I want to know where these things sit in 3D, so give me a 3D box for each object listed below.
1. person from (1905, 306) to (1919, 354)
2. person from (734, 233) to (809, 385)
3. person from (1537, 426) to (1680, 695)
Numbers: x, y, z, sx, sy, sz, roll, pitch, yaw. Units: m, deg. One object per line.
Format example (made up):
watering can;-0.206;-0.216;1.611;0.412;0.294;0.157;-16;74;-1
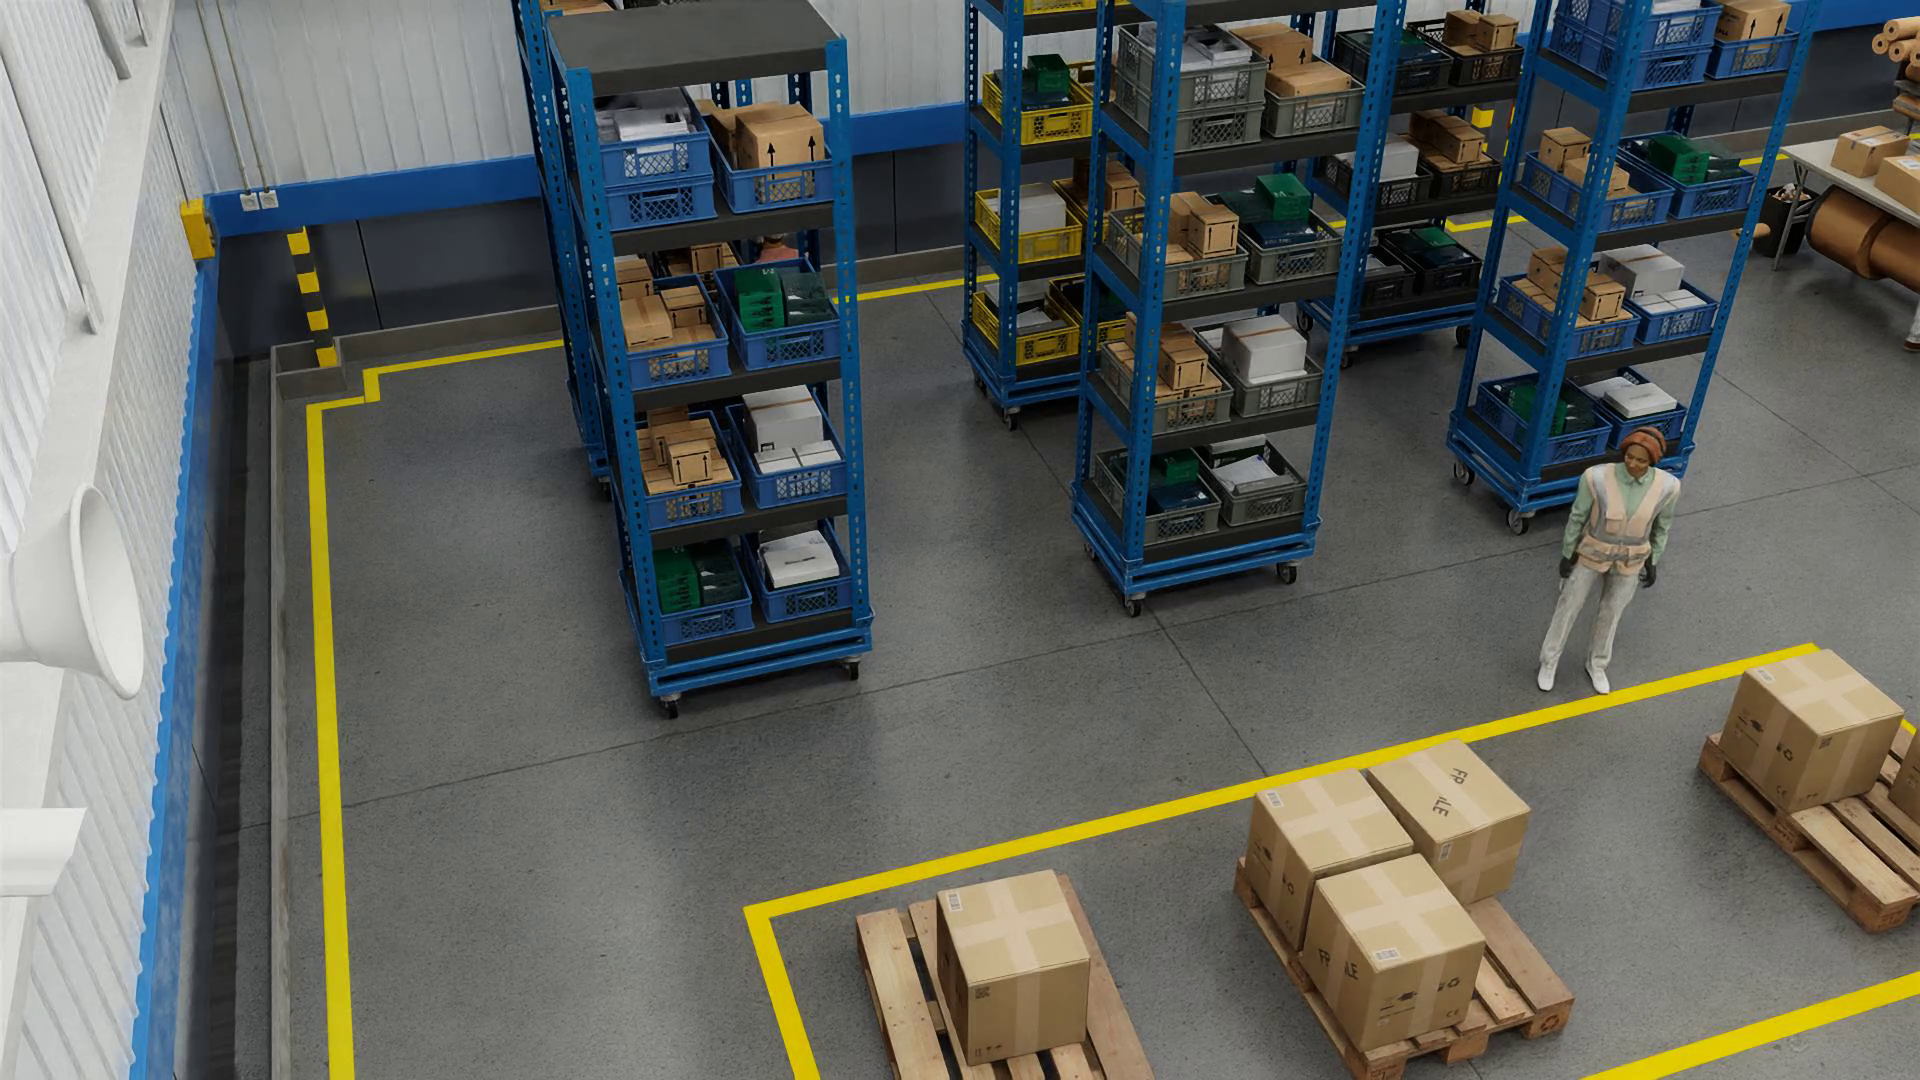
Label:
person;7.087;-2.091;11.569;0.371;1.932;0.629;0;35;0
person;-1.117;-1.169;10.221;0.620;1.982;0.412;-27;44;-33
person;3.395;0.108;8.701;0.515;1.636;0.314;5;36;7
